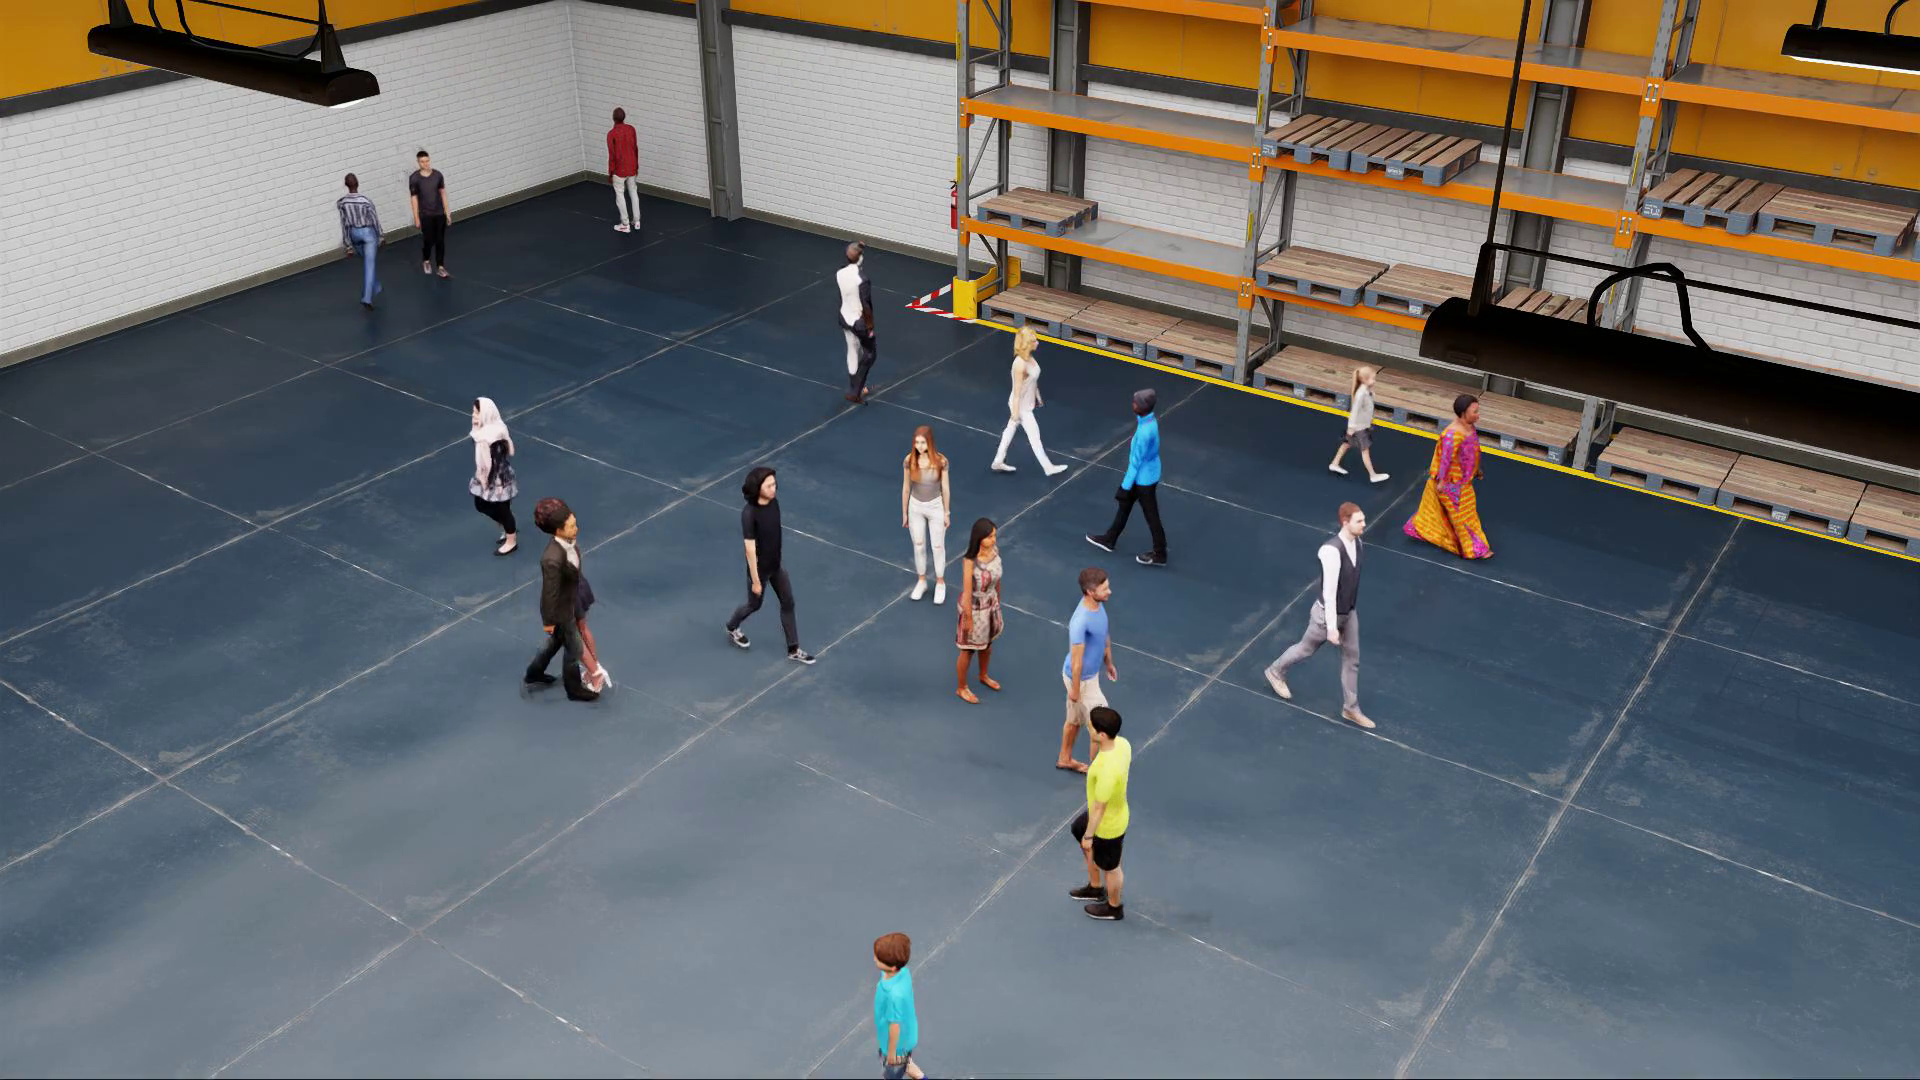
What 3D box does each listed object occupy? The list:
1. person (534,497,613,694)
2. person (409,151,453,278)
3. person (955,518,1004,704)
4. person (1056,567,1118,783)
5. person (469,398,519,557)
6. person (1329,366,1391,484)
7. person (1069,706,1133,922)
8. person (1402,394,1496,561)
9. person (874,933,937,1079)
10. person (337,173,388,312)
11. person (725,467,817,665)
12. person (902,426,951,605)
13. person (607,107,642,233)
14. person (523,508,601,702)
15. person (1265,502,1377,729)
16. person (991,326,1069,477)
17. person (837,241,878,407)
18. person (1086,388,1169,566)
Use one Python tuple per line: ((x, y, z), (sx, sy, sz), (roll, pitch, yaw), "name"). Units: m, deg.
((-3.147, 0.478, 13.572), (0.819, 1.767, 0.728), (3, 29, 5), "person")
((-7.207, -4.440, 22.604), (0.737, 1.751, 0.796), (-18, 34, -30), "person")
((0.152, 0.550, 13.571), (0.571, 1.641, 0.694), (23, 36, 36), "person")
((0.854, 0.999, 12.535), (0.899, 1.844, 0.778), (8, 30, 14), "person")
((-4.314, -0.615, 15.721), (0.749, 1.628, 0.664), (-23, 36, -36), "person")
((4.071, -1.206, 17.202), (0.895, 1.245, 0.569), (15, 32, 26), "person")
((1.061, 1.847, 11.132), (0.780, 1.700, 0.763), (5, 29, 10), "person")
((4.620, -0.653, 15.742), (1.174, 1.674, 0.745), (14, 32, 24), "person")
((-0.305, 2.826, 9.605), (0.797, 1.444, 0.716), (1, 29, 1), "person")
((-7.684, -3.784, 21.411), (1.187, 1.743, 1.088), (1, 29, 2), "person")
((-1.721, 0.191, 14.065), (1.156, 1.798, 0.713), (16, 33, 27), "person")
((-0.291, -0.254, 14.967), (0.603, 1.716, 0.725), (5, 29, 8), "person")
((-4.919, -5.445, 24.374), (0.708, 1.820, 0.649), (-24, 37, -37), "person")
((-3.311, 0.528, 13.478), (1.056, 1.768, 0.968), (-1, 29, -2), "person")
((2.894, 0.547, 13.294), (0.860, 1.910, 1.309), (-23, 36, -36), "person")
((0.566, -1.414, 17.188), (1.139, 1.625, 0.910), (5, 29, 9), "person")
((-1.203, -2.444, 18.803), (0.756, 1.888, 0.824), (25, 37, 38), "person")
((1.809, -0.544, 15.448), (1.114, 1.764, 0.903), (4, 29, 7), "person")
